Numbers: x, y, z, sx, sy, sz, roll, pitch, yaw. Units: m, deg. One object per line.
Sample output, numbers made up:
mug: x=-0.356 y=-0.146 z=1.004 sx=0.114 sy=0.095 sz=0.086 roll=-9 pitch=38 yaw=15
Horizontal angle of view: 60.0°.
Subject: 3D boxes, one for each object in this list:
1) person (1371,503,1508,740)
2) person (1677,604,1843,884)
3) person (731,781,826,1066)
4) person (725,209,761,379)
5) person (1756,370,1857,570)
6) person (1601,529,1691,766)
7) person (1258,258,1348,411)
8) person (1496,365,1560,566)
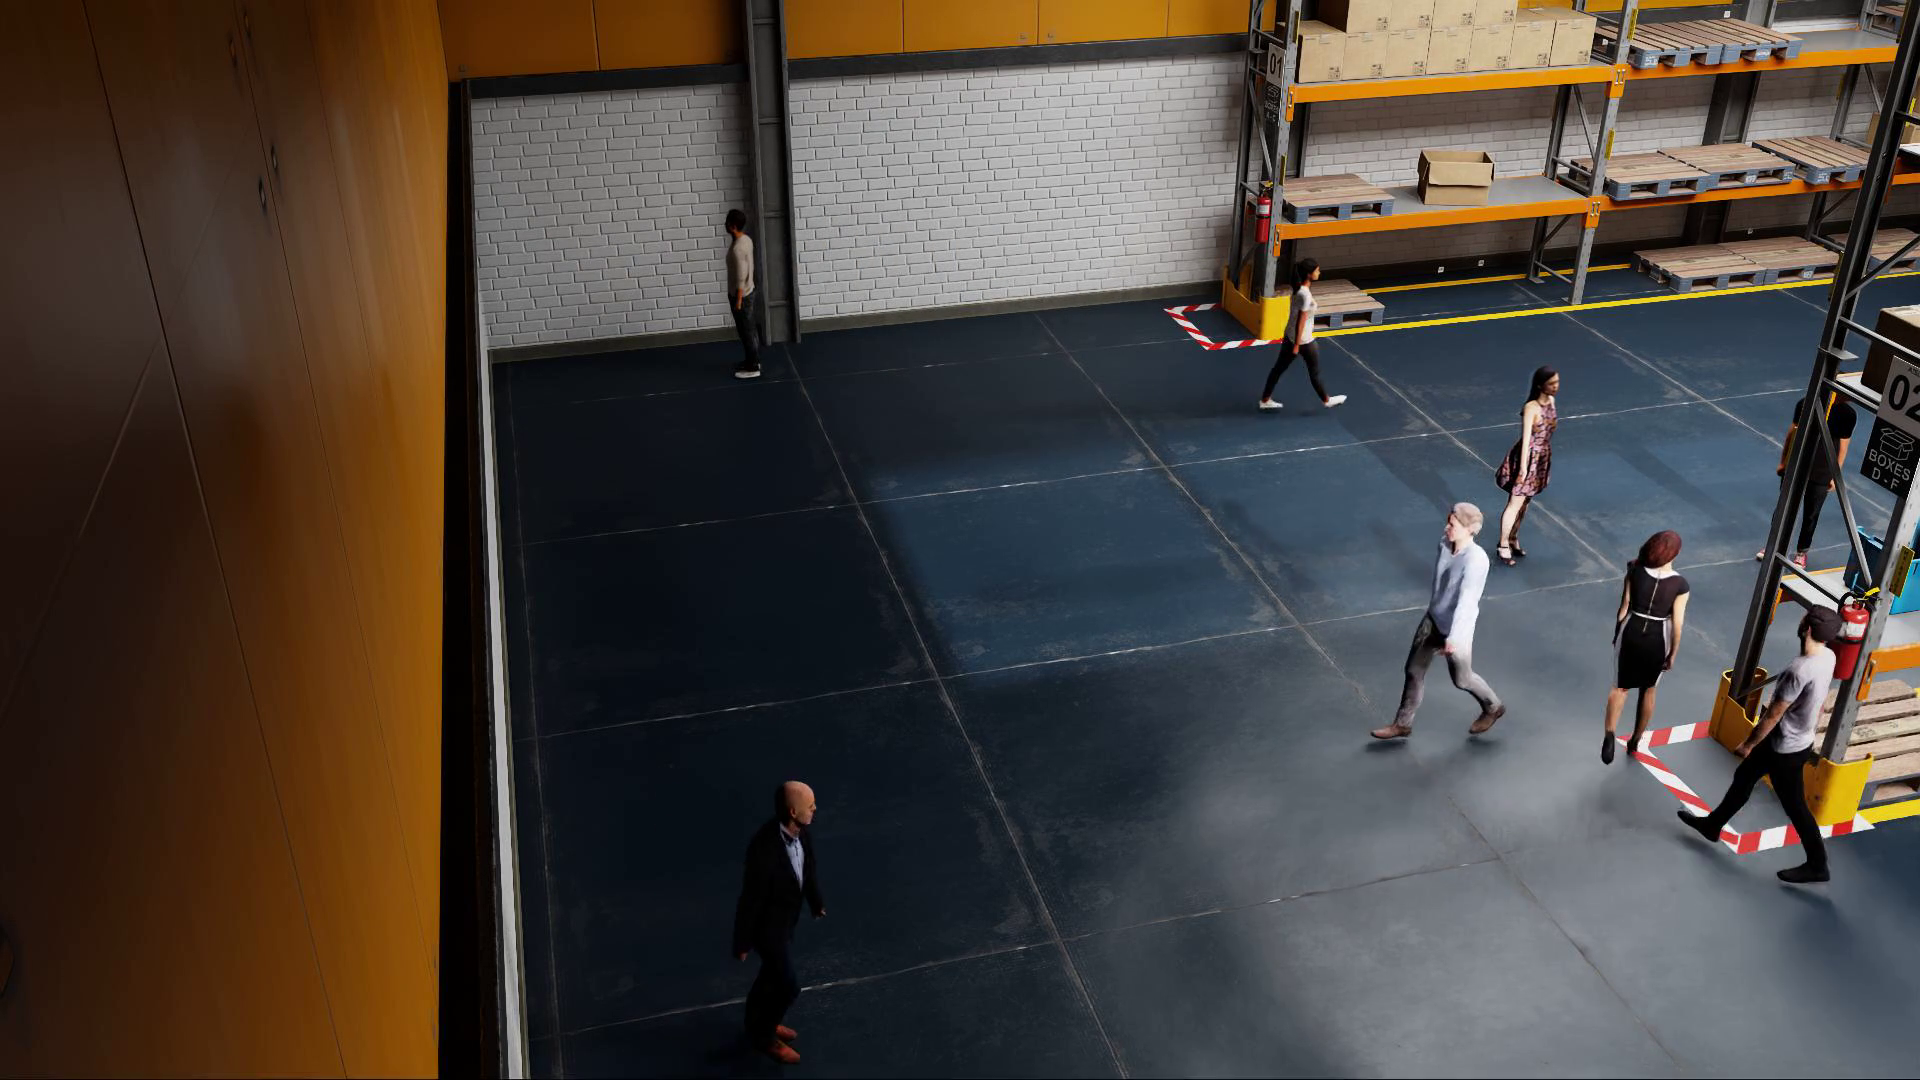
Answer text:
person: x=3.486 y=0.606 z=11.562 sx=1.219 sy=1.860 sz=0.704 roll=-10 pitch=30 yaw=-17
person: x=5.212 y=1.328 z=10.296 sx=1.225 sy=1.803 sz=1.248 roll=20 pitch=35 yaw=32
person: x=-1.064 y=2.063 z=8.993 sx=0.886 sy=1.760 sz=0.853 roll=15 pitch=32 yaw=25
person: x=-2.275 y=-2.593 z=17.475 sx=0.637 sy=1.811 sz=0.718 roll=1 pitch=29 yaw=1
person: x=7.103 y=-0.608 z=13.892 sx=0.729 sy=1.758 sz=0.761 roll=21 pitch=35 yaw=33
person: x=4.611 y=0.786 z=11.320 sx=0.932 sy=1.774 sz=0.992 roll=16 pitch=33 yaw=27
person: x=3.288 y=-2.002 z=16.619 sx=1.136 sy=1.595 sz=0.734 roll=-1 pitch=29 yaw=-3
person: x=4.770 y=-0.631 z=13.918 sx=0.857 sy=1.773 sz=0.777 roll=24 pitch=37 yaw=37
